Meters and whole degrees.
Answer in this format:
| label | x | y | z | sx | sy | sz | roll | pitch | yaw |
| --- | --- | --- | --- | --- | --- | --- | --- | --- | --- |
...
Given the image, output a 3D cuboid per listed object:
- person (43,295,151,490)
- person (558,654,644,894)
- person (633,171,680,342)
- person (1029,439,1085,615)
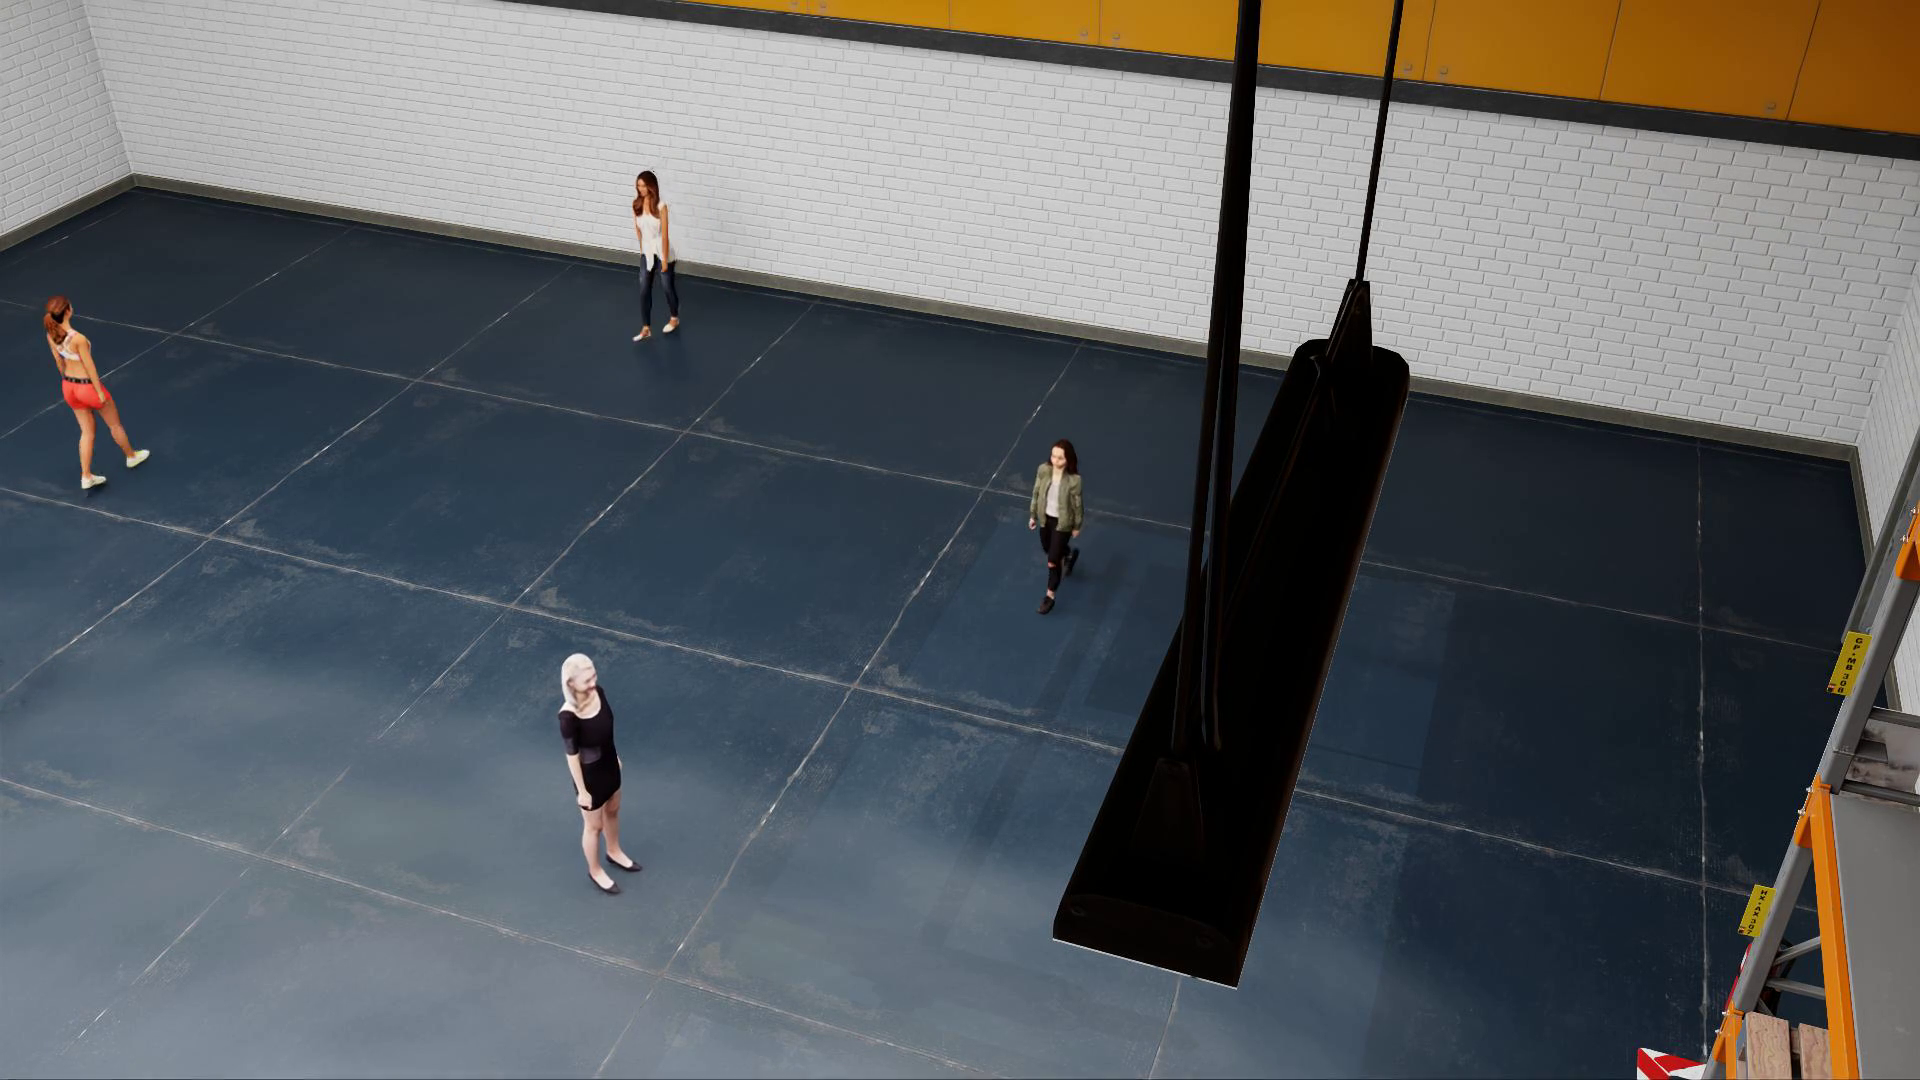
| label | x | y | z | sx | sy | sz | roll | pitch | yaw |
| --- | --- | --- | --- | --- | --- | --- | --- | --- | --- |
| person | -7.668 | -1.254 | 14.472 | 0.635 | 1.763 | 0.996 | 9 | 35 | 13 |
| person | -2.283 | 1.444 | 10.350 | 0.628 | 1.832 | 0.420 | 12 | 35 | 17 |
| person | -3.039 | -2.941 | 17.010 | 0.602 | 1.762 | 0.869 | 12 | 35 | 18 |
| person | 0.794 | -0.171 | 13.119 | 0.773 | 1.455 | 1.021 | 24 | 40 | 31 |
